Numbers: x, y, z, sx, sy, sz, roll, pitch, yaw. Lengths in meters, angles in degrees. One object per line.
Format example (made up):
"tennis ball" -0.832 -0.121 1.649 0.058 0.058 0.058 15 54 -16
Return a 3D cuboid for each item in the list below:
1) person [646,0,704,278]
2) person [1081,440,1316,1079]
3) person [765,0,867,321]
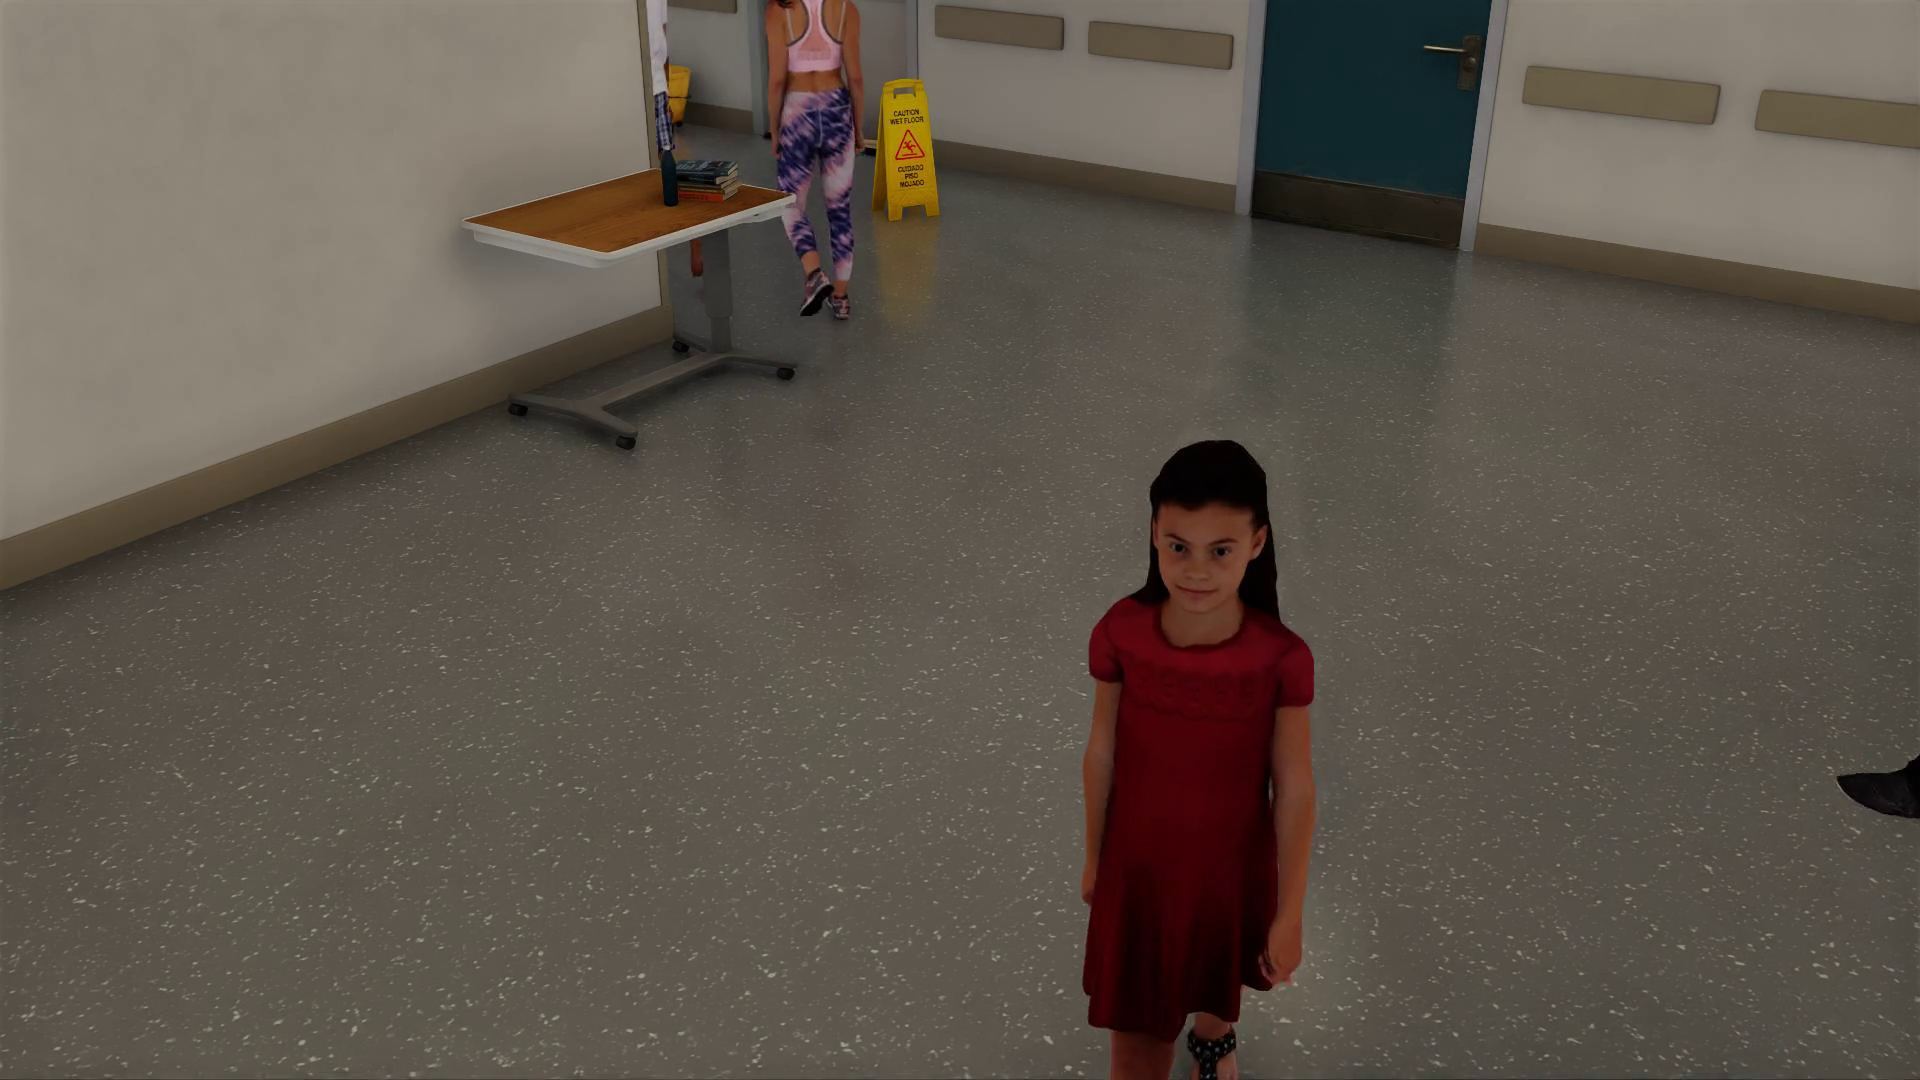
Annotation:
"person" -1.546 -2.104 8.118 0.818 1.708 1.093 -21 33 -36
"person" 0.415 0.527 2.871 1.079 1.518 0.887 5 26 11
"person" -0.635 -1.793 7.413 0.900 1.759 0.980 -5 26 -11
